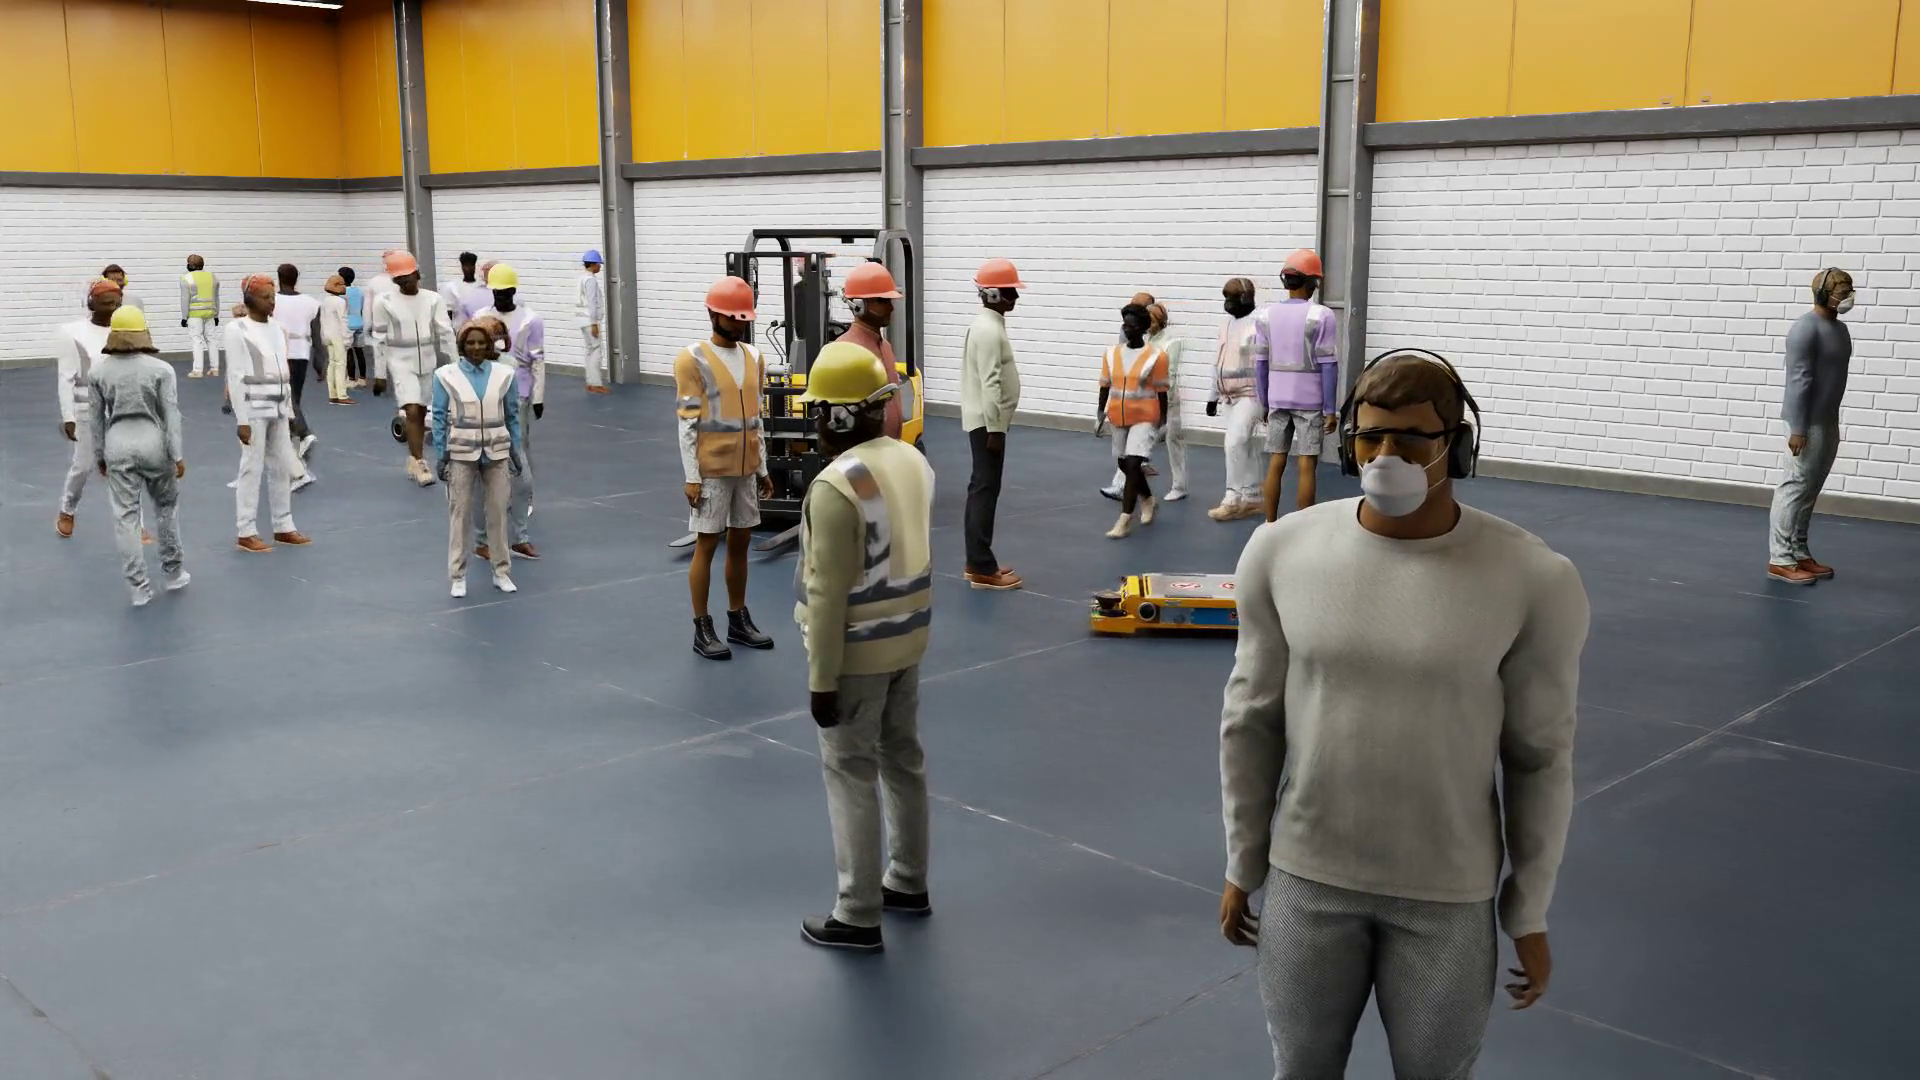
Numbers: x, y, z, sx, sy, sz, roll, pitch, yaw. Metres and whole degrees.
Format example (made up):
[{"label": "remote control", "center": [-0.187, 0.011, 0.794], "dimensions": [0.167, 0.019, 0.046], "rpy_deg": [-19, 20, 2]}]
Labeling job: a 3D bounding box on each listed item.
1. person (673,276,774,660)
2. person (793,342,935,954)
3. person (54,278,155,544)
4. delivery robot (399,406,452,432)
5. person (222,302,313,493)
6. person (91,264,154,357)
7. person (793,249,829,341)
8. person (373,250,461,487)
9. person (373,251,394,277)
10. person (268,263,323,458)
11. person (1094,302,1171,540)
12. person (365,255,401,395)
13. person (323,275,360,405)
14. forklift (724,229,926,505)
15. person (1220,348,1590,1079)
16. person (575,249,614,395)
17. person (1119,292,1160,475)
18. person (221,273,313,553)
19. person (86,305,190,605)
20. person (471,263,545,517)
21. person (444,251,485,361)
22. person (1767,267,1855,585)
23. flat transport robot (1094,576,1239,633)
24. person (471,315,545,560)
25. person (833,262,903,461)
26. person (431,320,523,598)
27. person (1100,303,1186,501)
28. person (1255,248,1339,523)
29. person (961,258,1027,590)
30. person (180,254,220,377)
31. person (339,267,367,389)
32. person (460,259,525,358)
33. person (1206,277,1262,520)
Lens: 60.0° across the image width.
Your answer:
[{"label": "person", "center": [-1.172, -0.367, 8.454], "dimensions": [0.369, 1.929, 0.542], "rpy_deg": [9, 14, 41]}, {"label": "person", "center": [-0.297, 0.322, 4.997], "dimensions": [0.403, 1.824, 0.598], "rpy_deg": [5, 12, 27]}, {"label": "person", "center": [-6.034, -0.899, 11.618], "dimensions": [0.865, 1.853, 0.605], "rpy_deg": [9, 14, 41]}, {"label": "delivery robot", "center": [-5.461, -1.326, 17.175], "dimensions": [0.707, 0.478, 0.477], "rpy_deg": [7, 13, 35]}, {"label": "person", "center": [-5.790, -1.183, 13.827], "dimensions": [0.880, 1.591, 0.526], "rpy_deg": [3, 11, 15]}, {"label": "person", "center": [-8.326, -1.815, 16.605], "dimensions": [0.520, 1.838, 0.782], "rpy_deg": [-9, 14, -42]}, {"label": "person", "center": [-1.703, -2.428, 19.579], "dimensions": [0.712, 1.972, 0.620], "rpy_deg": [8, 13, 39]}, {"label": "person", "center": [-4.571, -1.443, 14.124], "dimensions": [0.654, 1.993, 0.932], "rpy_deg": [-9, 14, -40]}, {"label": "person", "center": [-9.034, -3.669, 26.571], "dimensions": [0.653, 1.888, 0.514], "rpy_deg": [-8, 13, -37]}, {"label": "person", "center": [-6.501, -1.747, 16.143], "dimensions": [0.654, 1.876, 0.950], "rpy_deg": [-8, 13, -37]}, {"label": "person", "center": [1.268, -0.874, 11.927], "dimensions": [0.533, 1.667, 0.824], "rpy_deg": [7, 13, 35]}, {"label": "person", "center": [-7.634, -2.872, 22.296], "dimensions": [0.697, 1.870, 0.852], "rpy_deg": [-1, 10, -6]}, {"label": "person", "center": [-7.855, -2.523, 21.012], "dimensions": [0.501, 1.633, 0.281], "rpy_deg": [10, 14, 44]}, {"label": "forklift", "center": [-1.050, -1.319, 12.920], "dimensions": [1.214, 2.155, 2.313], "rpy_deg": [2, 11, 13]}, {"label": "person", "center": [0.770, 0.624, 3.017], "dimensions": [0.627, 1.941, 0.372], "rpy_deg": [5, 11, 23]}, {"label": "person", "center": [-4.938, -2.914, 22.303], "dimensions": [0.417, 1.941, 0.631], "rpy_deg": [-4, 11, -22]}, {"label": "person", "center": [1.591, -1.364, 14.689], "dimensions": [0.287, 1.635, 0.500], "rpy_deg": [9, 14, 42]}, {"label": "person", "center": [-4.719, -0.857, 11.272], "dimensions": [0.337, 1.880, 0.584], "rpy_deg": [3, 11, 16]}, {"label": "person", "center": [-4.819, -0.515, 9.801], "dimensions": [0.512, 1.713, 0.737], "rpy_deg": [-3, 11, -13]}, {"label": "person", "center": [-3.426, -1.125, 12.601], "dimensions": [0.616, 1.918, 0.404], "rpy_deg": [3, 11, 14]}, {"label": "person", "center": [-6.076, -2.607, 20.639], "dimensions": [0.608, 1.945, 0.825], "rpy_deg": [-4, 11, -19]}, {"label": "person", "center": [5.265, -0.704, 10.263], "dimensions": [0.634, 1.937, 0.355], "rpy_deg": [-10, 14, -43]}, {"label": "flat transport robot", "center": [1.455, 0.346, 9.087], "dimensions": [1.431, 0.197, 0.652], "rpy_deg": [1, 10, 5]}, {"label": "person", "center": [-2.981, -0.649, 10.833], "dimensions": [0.608, 1.611, 0.532], "rpy_deg": [7, 12, 33]}, {"label": "person", "center": [-0.461, -0.393, 8.411], "dimensions": [0.375, 1.995, 0.611], "rpy_deg": [3, 11, 17]}, {"label": "person", "center": [-2.859, -0.482, 9.872], "dimensions": [0.523, 1.636, 0.310], "rpy_deg": [-6, 12, -28]}, {"label": "person", "center": [1.527, -1.076, 13.217], "dimensions": [0.825, 1.595, 0.510], "rpy_deg": [-10, 14, -44]}, {"label": "person", "center": [2.274, -0.929, 11.204], "dimensions": [0.608, 2.044, 0.370], "rpy_deg": [9, 14, 40]}, {"label": "person", "center": [0.203, -0.705, 10.113], "dimensions": [0.395, 1.994, 0.613], "rpy_deg": [-1, 10, -3]}, {"label": "person", "center": [-11.462, -3.373, 25.068], "dimensions": [0.429, 1.846, 0.633], "rpy_deg": [6, 12, 30]}, {"label": "person", "center": [-8.492, -2.948, 23.153], "dimensions": [0.318, 1.699, 0.535], "rpy_deg": [3, 11, 17]}, {"label": "person", "center": [-4.551, -1.815, 16.440], "dimensions": [0.651, 1.892, 0.458], "rpy_deg": [2, 11, 9]}, {"label": "person", "center": [2.045, -1.058, 12.523], "dimensions": [0.712, 1.815, 0.655], "rpy_deg": [-5, 11, -24]}]
